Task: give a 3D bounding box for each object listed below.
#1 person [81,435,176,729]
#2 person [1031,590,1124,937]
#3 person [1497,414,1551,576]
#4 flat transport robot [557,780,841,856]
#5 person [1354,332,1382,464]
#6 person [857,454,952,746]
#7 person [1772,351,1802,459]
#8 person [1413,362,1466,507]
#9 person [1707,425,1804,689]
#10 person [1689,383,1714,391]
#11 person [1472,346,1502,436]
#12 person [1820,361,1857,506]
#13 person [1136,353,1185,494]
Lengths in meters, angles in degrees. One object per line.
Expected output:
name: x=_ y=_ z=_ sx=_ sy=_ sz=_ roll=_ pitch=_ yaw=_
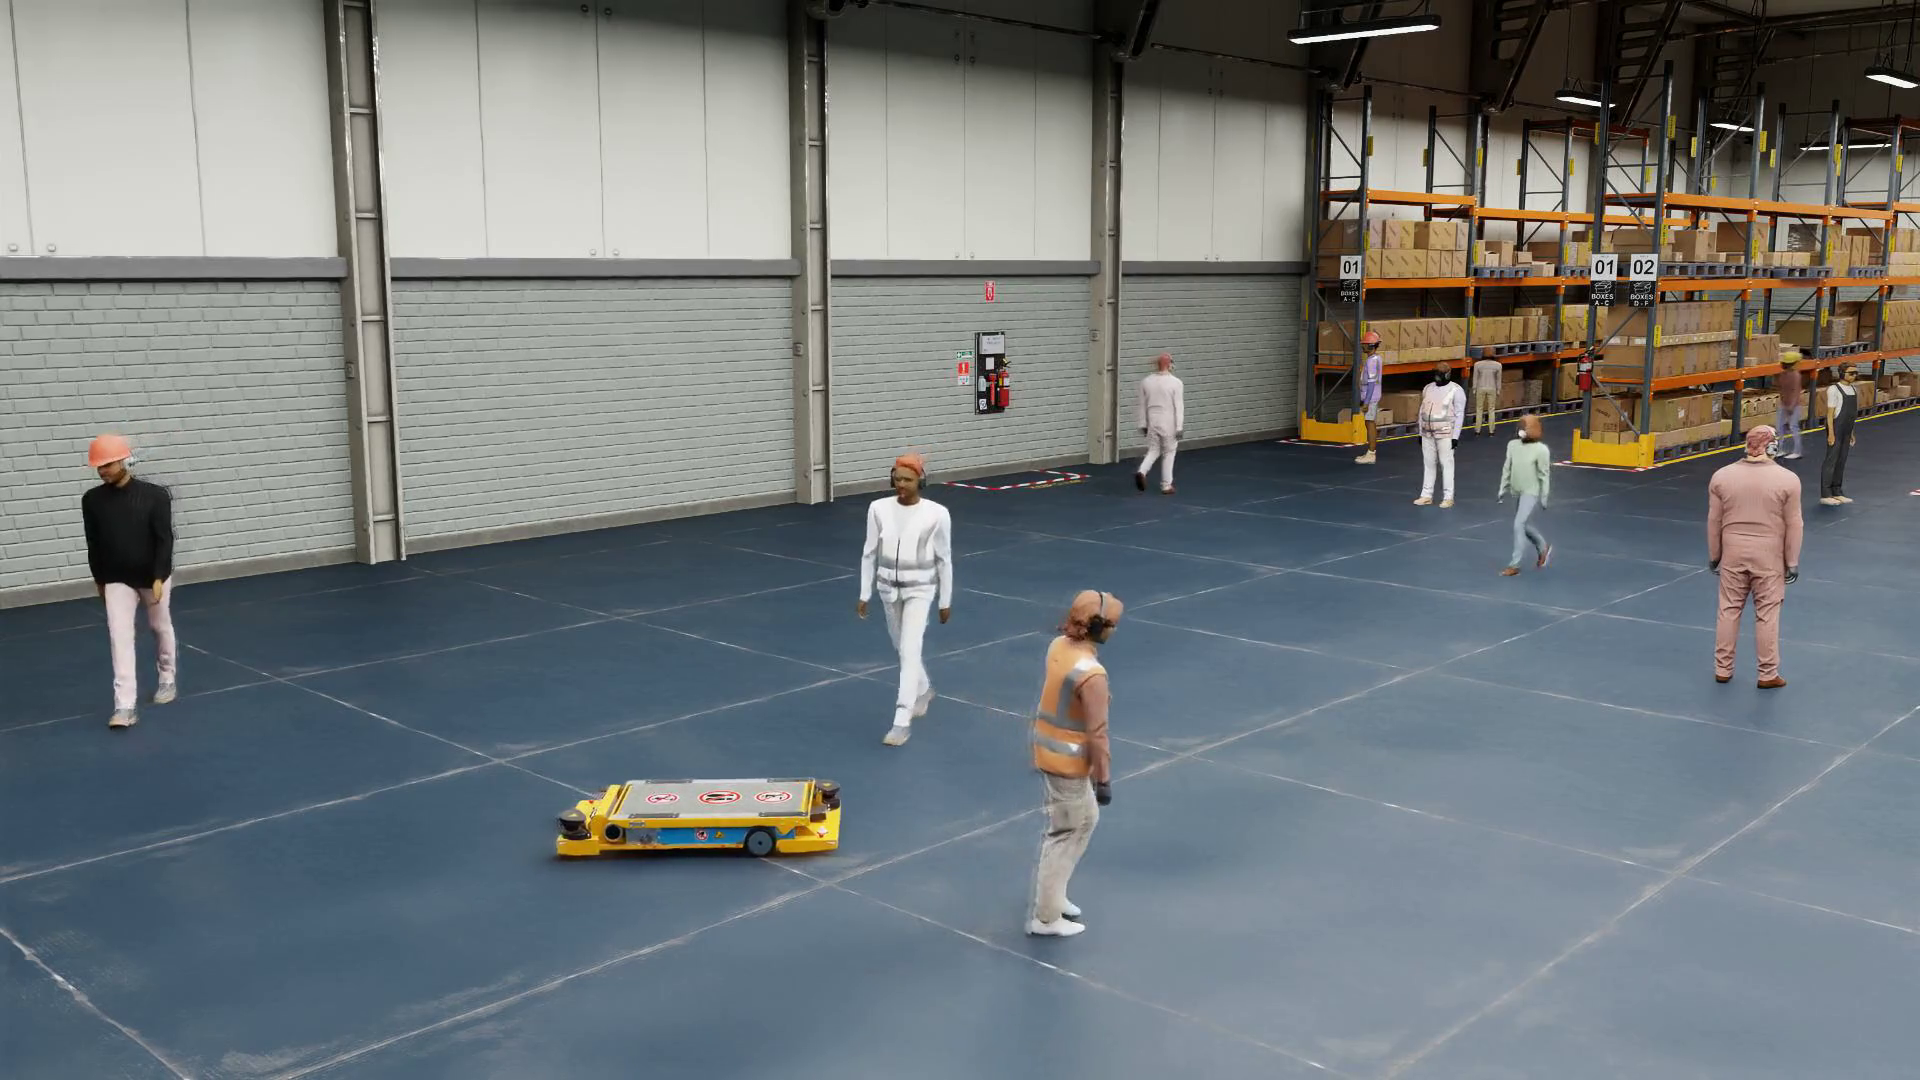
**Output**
person: x=-5.584 y=0.242 z=11.242 sx=0.602 sy=1.930 sz=1.058 roll=-2 pitch=9 yaw=-10
person: x=0.509 y=1.010 z=7.462 sx=0.419 sy=1.618 sz=0.538 roll=-2 pitch=10 yaw=-14
person: x=5.642 y=-0.462 z=16.484 sx=0.748 sy=1.608 sz=0.496 roll=-4 pitch=10 yaw=-25
flat transport robot: x=-1.358 y=1.461 z=8.832 sx=1.431 sy=0.197 sz=0.652 roll=0 pitch=9 yaw=-2
person: x=6.324 y=-2.196 z=25.734 sx=0.375 sy=2.044 sz=0.607 roll=3 pitch=10 yaw=19
person: x=-0.328 y=0.343 z=10.900 sx=0.578 sy=1.842 sz=0.974 roll=4 pitch=10 yaw=23
person: x=13.069 y=-2.115 z=26.203 sx=0.635 sy=1.709 sz=0.545 roll=-2 pitch=9 yaw=-10
person: x=6.071 y=-1.321 z=21.090 sx=0.458 sy=1.855 sz=0.634 roll=-7 pitch=12 yaw=-38
person: x=5.753 y=0.122 z=12.044 sx=0.638 sy=1.902 sz=0.406 roll=8 pitch=12 yaw=41
person: x=13.799 y=-2.985 z=31.027 sx=0.576 sy=1.883 sz=0.354 roll=9 pitch=13 yaw=43
person: x=9.461 y=-2.668 z=29.882 sx=0.493 sy=1.624 sz=0.280 roll=2 pitch=9 yaw=10
person: x=11.276 y=-1.367 z=21.280 sx=0.507 sy=1.846 sz=0.346 roll=-6 pitch=11 yaw=-32
person: x=2.667 y=-1.532 z=22.143 sx=0.650 sy=1.895 sz=0.570 roll=8 pitch=13 yaw=42
